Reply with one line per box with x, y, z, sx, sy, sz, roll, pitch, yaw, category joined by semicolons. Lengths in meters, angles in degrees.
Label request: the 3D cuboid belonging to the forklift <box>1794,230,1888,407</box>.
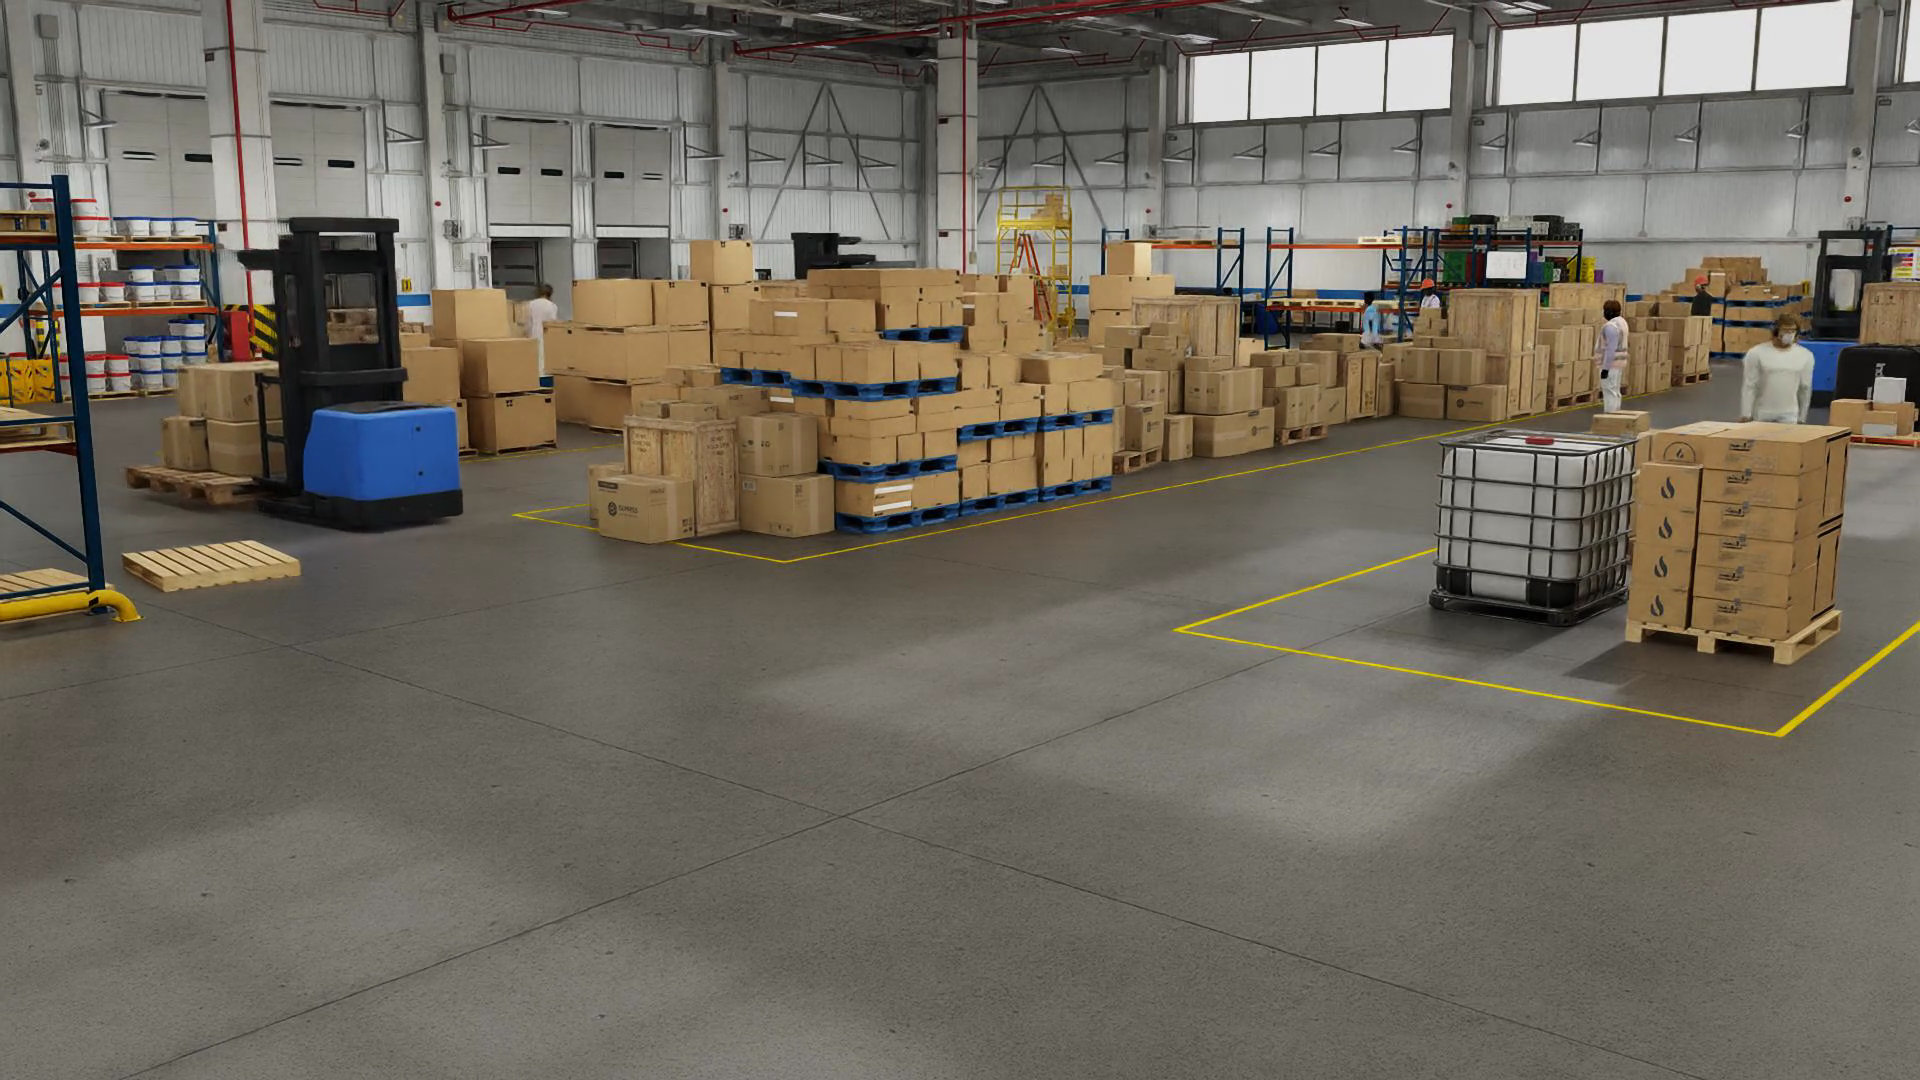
14.146;-3.547;26.590;1.129;2.768;1.873;8;13;40;forklift

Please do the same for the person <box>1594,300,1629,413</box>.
8.988;-2.397;23.004;0.430;1.840;0.625;7;12;34;person

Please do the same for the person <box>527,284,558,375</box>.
-7.406;-3.594;29.632;0.638;1.909;0.459;7;12;35;person

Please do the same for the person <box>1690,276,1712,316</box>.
14.775;-4.278;33.269;0.623;1.992;0.397;-8;13;-40;person

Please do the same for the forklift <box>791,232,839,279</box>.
-2.663;-4.270;30.705;1.873;2.768;1.129;8;13;40;forklift

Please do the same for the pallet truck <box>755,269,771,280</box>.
-4.996;-6.432;45.525;1.885;1.965;0.823;-6;12;-32;pallet truck

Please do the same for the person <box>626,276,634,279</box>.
-7.882;-5.327;39.556;0.801;1.896;0.588;7;12;35;person

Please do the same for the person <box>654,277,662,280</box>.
-6.515;-4.725;36.022;0.636;1.929;0.385;-5;11;-25;person

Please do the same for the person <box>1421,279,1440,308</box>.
9.522;-4.355;33.897;0.368;1.929;0.542;-3;10;-14;person

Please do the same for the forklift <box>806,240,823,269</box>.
-3.500;-5.872;39.825;1.873;2.768;1.129;2;10;12;forklift

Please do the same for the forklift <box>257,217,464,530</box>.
-5.645;-1.600;15.503;1.873;2.768;1.129;8;13;40;forklift

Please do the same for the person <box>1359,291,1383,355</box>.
8.690;-4.402;34.935;0.845;1.664;0.530;4;11;22;person

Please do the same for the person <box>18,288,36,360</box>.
-20.227;-4.619;36.057;0.321;1.697;0.529;-6;11;-29;person

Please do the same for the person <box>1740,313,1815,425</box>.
7.861;-1.227;16.074;0.648;1.927;0.603;2;10;13;person
